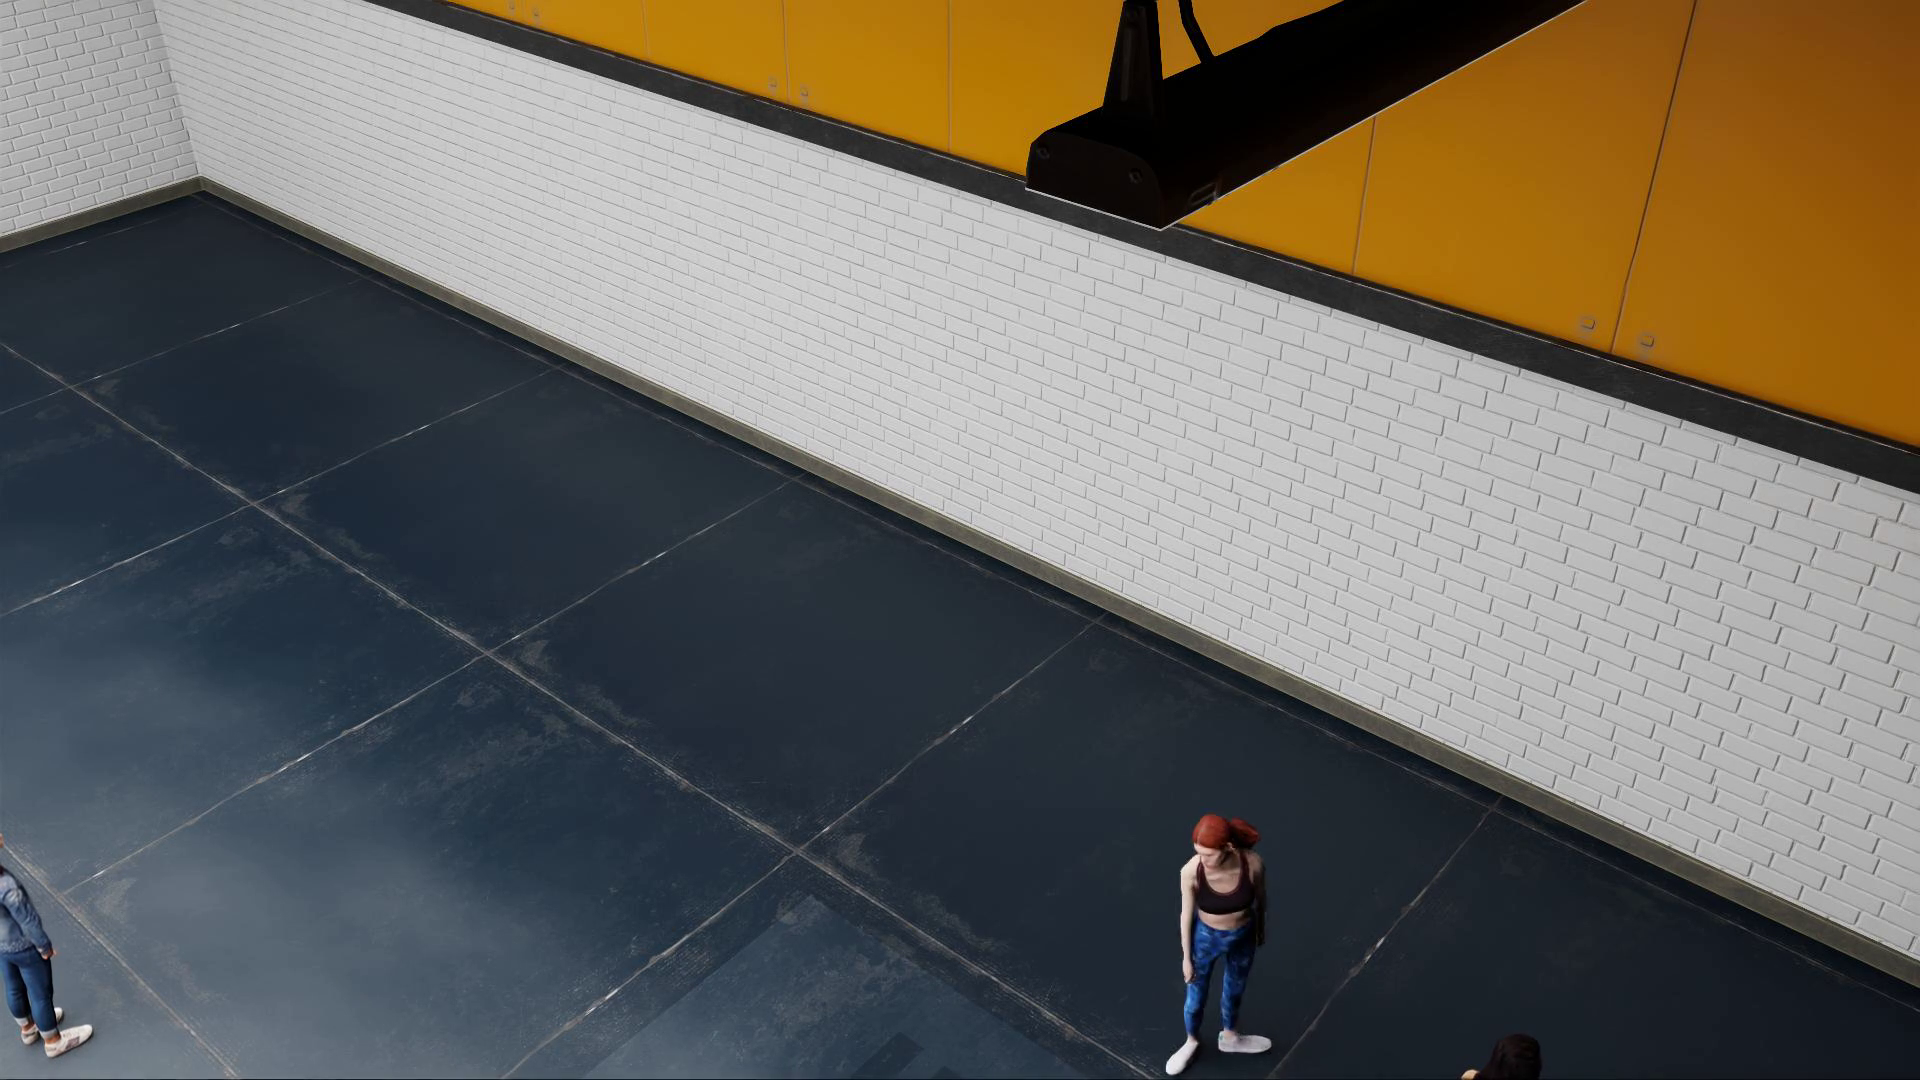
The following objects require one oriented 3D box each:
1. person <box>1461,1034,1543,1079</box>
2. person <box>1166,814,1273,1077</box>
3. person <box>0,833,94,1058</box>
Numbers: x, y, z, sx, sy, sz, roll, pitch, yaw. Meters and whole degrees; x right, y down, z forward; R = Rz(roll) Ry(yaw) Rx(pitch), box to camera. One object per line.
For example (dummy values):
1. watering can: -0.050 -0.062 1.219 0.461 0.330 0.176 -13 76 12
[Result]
1. person: 2.195 2.708 7.011 0.609 1.737 0.639 -21 39 -28
2. person: 1.328 1.957 8.127 0.735 1.763 0.832 -12 36 -18
3. person: -4.743 1.997 8.320 0.598 1.473 0.543 16 37 23
